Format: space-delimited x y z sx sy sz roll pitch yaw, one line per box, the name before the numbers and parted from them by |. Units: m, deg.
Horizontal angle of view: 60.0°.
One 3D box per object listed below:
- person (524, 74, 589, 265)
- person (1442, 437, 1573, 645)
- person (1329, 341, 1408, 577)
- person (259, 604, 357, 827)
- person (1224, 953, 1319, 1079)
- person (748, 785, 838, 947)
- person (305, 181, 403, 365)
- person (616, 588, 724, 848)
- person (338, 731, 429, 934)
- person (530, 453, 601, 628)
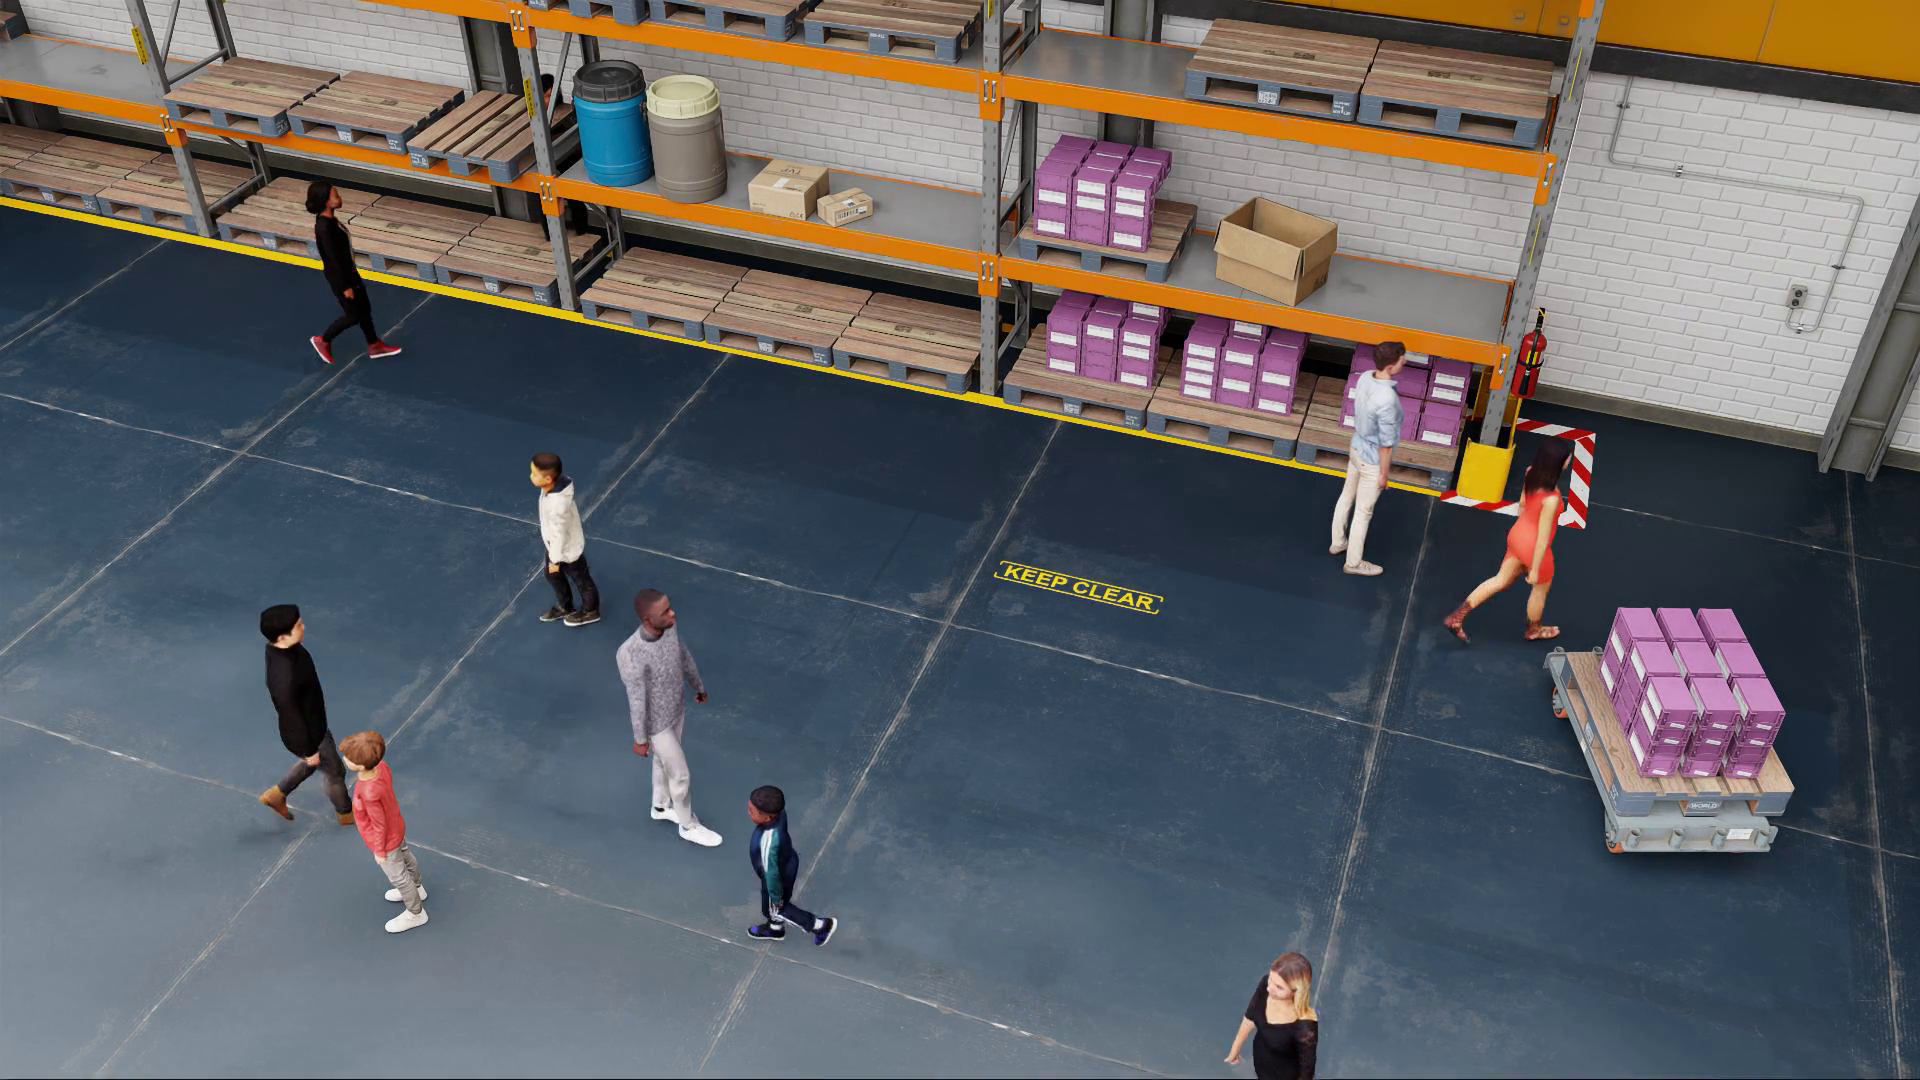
person | -3.674 -3.400 15.187 0.776 1.813 0.832 -17 42 -20
person | 3.664 0.059 10.955 1.170 1.689 0.948 -6 39 -8
person | 2.858 -0.592 11.644 0.735 1.847 0.734 -6 39 -8
person | -3.875 1.079 9.664 1.038 1.705 0.954 -12 40 -15
person | 1.580 2.513 7.918 1.054 1.644 0.949 -13 40 -15
person | -0.949 1.812 9.116 0.812 1.244 0.632 2 39 3
person | -5.160 -2.165 13.766 1.025 1.657 0.877 -6 39 -8
person | -1.807 0.998 9.668 0.761 1.828 0.745 10 40 13
person | -3.187 1.602 9.242 0.630 1.416 0.598 -8 39 -10
person | -2.607 -0.008 11.234 0.814 1.445 0.756 -15 41 -18
